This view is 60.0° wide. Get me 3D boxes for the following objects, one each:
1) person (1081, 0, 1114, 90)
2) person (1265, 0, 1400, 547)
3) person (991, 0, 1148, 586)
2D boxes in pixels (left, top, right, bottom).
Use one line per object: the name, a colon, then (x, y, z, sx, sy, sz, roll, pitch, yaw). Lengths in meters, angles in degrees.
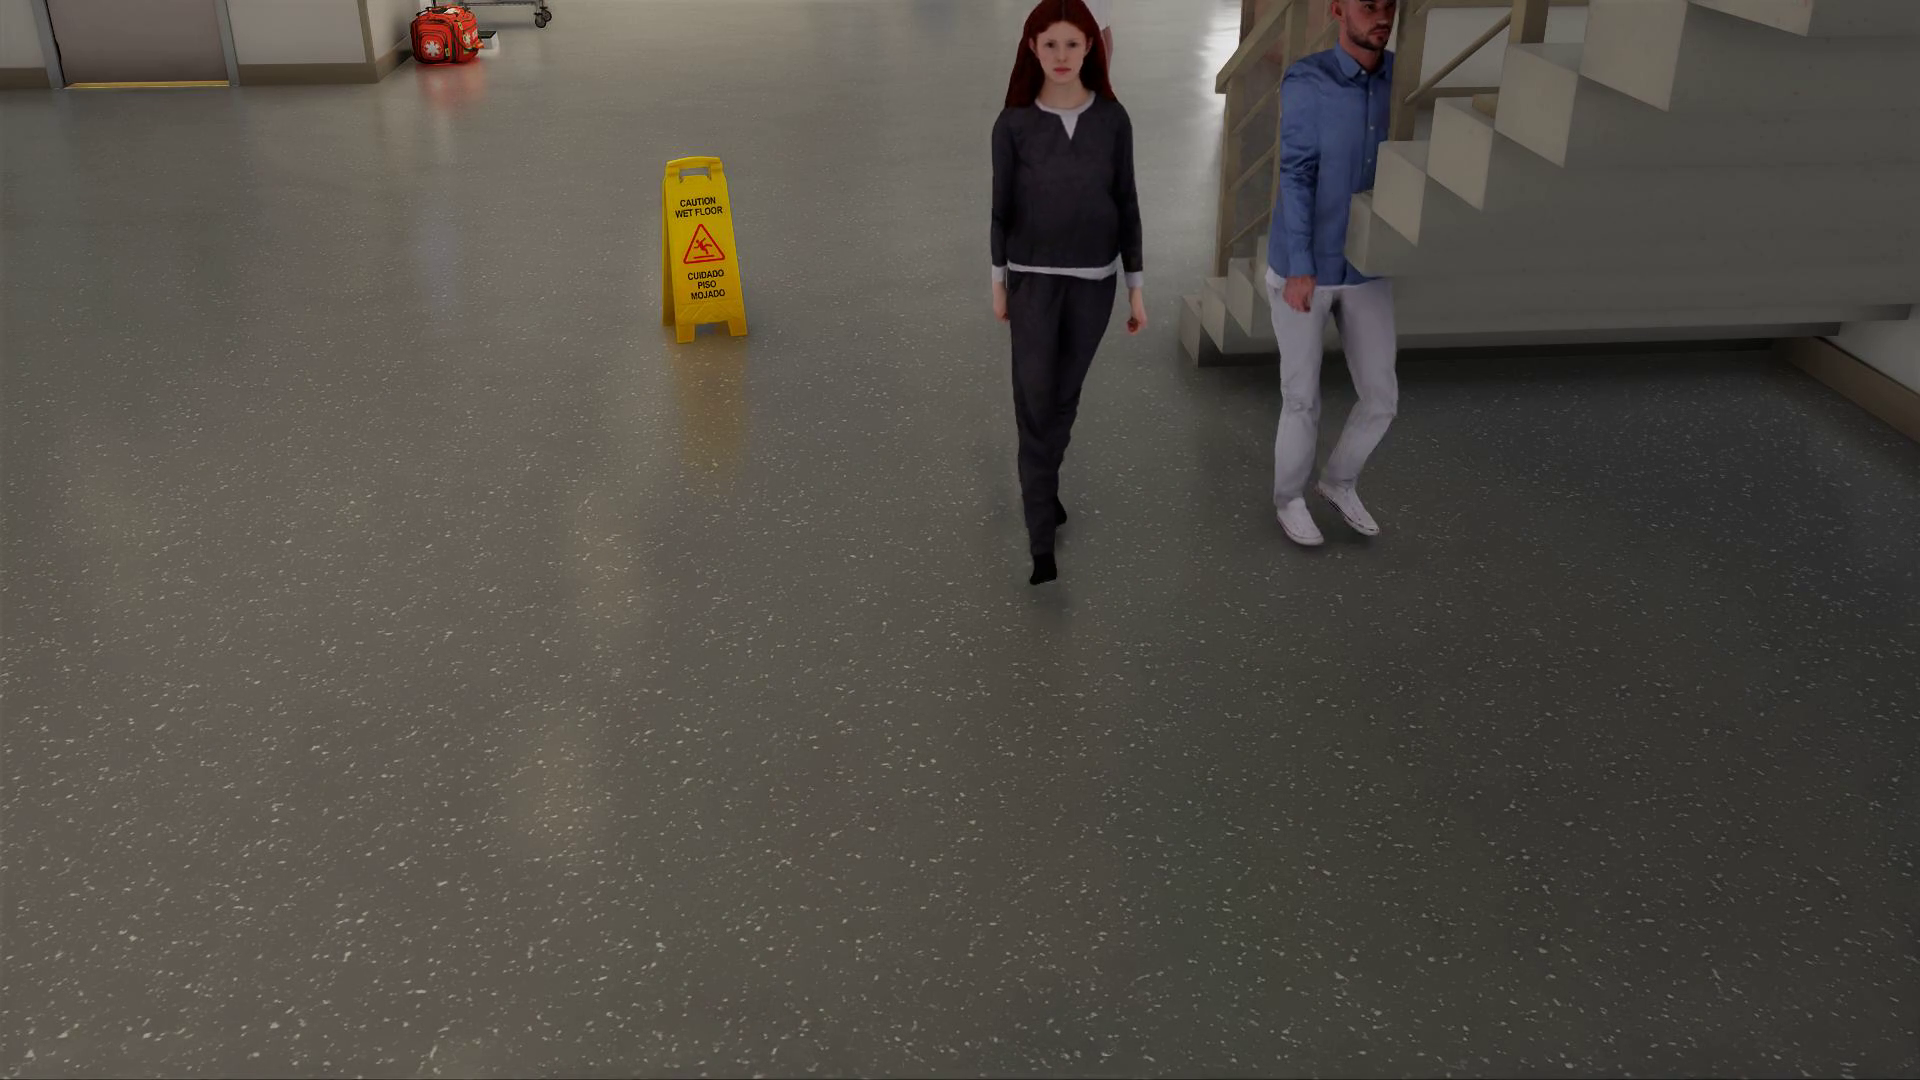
person: (0.972, -3.945, 11.717, 0.698, 1.793, 0.555, 9, 27, 18)
person: (1.148, -0.901, 5.309, 0.663, 1.876, 0.657, -6, 26, -12)
person: (0.308, -0.788, 5.240, 0.601, 1.733, 1.075, -3, 26, -6)
